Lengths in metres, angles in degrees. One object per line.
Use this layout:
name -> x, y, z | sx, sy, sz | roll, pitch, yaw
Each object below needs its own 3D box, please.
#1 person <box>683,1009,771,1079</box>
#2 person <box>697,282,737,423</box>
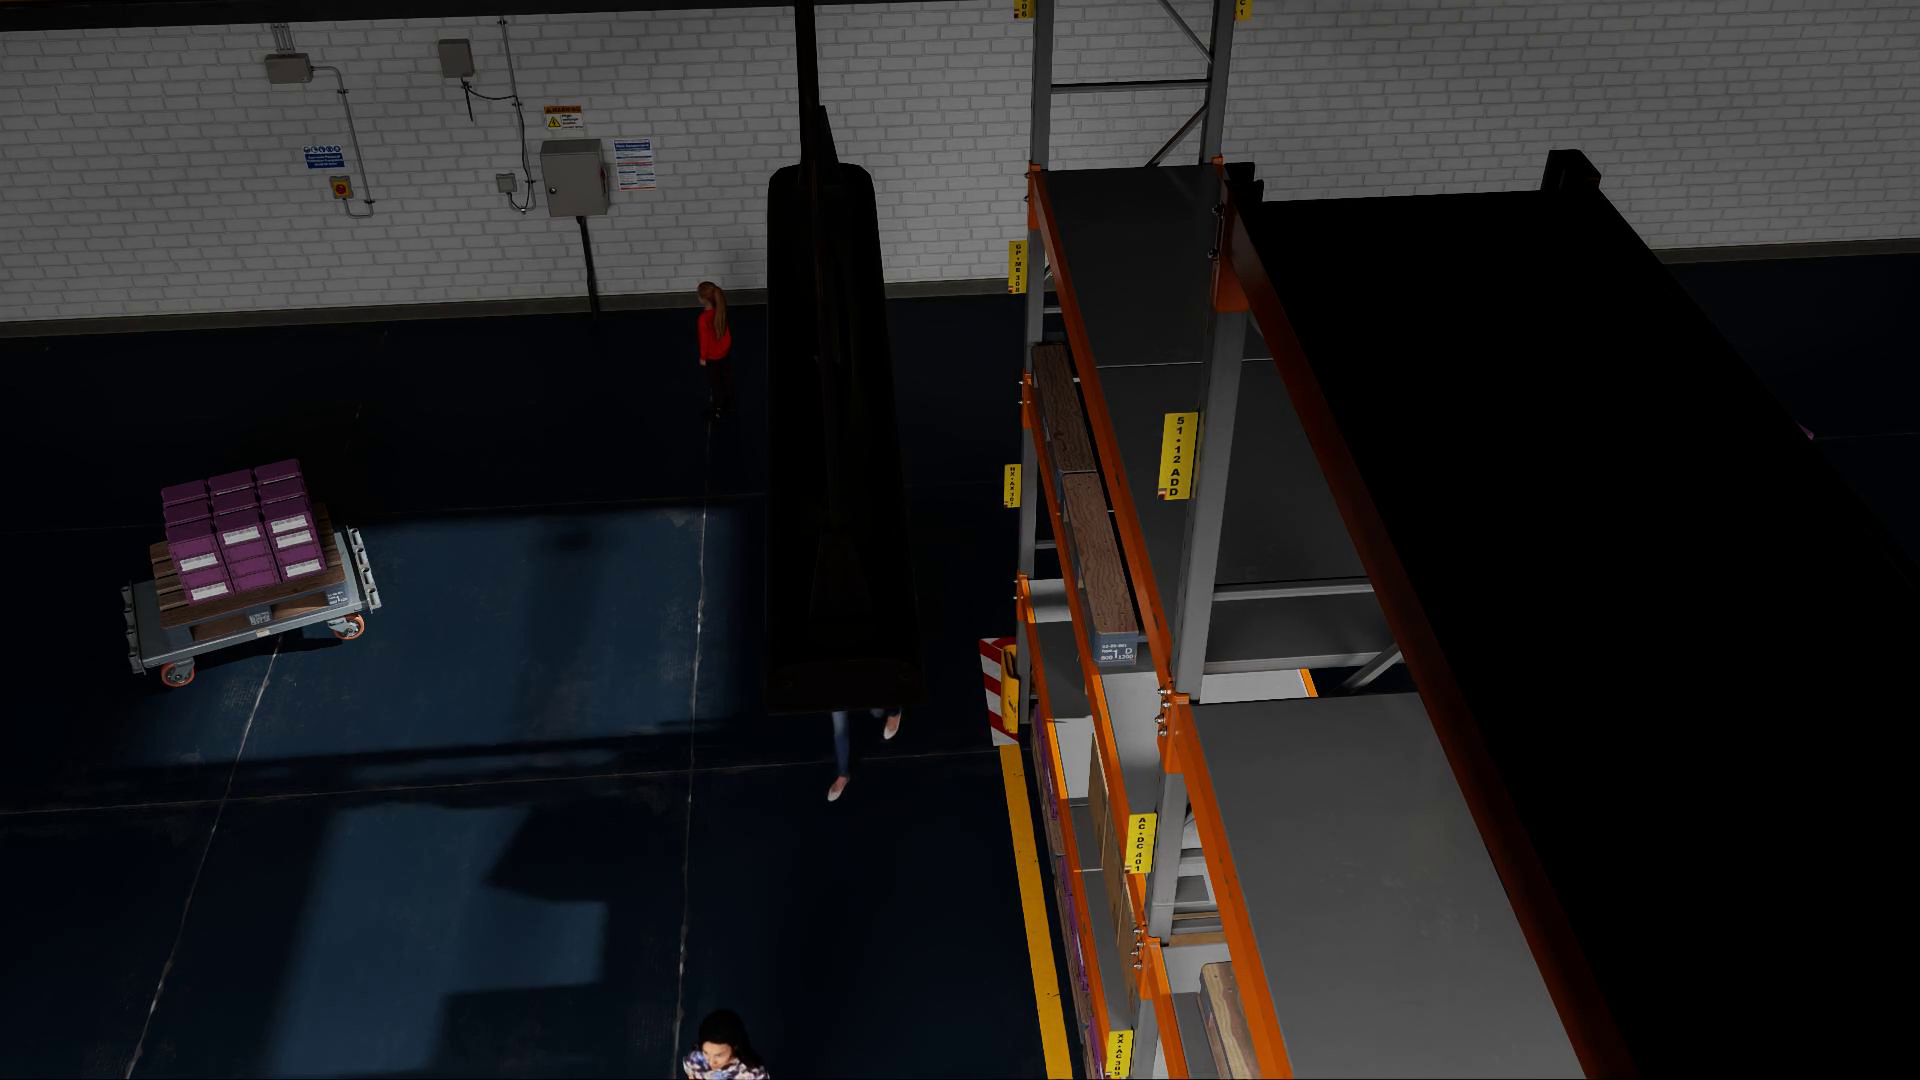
person -> -1.034, 2.776, 8.017 | 0.755, 1.694, 1.110 | 5, 39, 6
person -> -2.031, -1.578, 13.799 | 0.639, 1.282, 0.560 | 16, 41, 19
